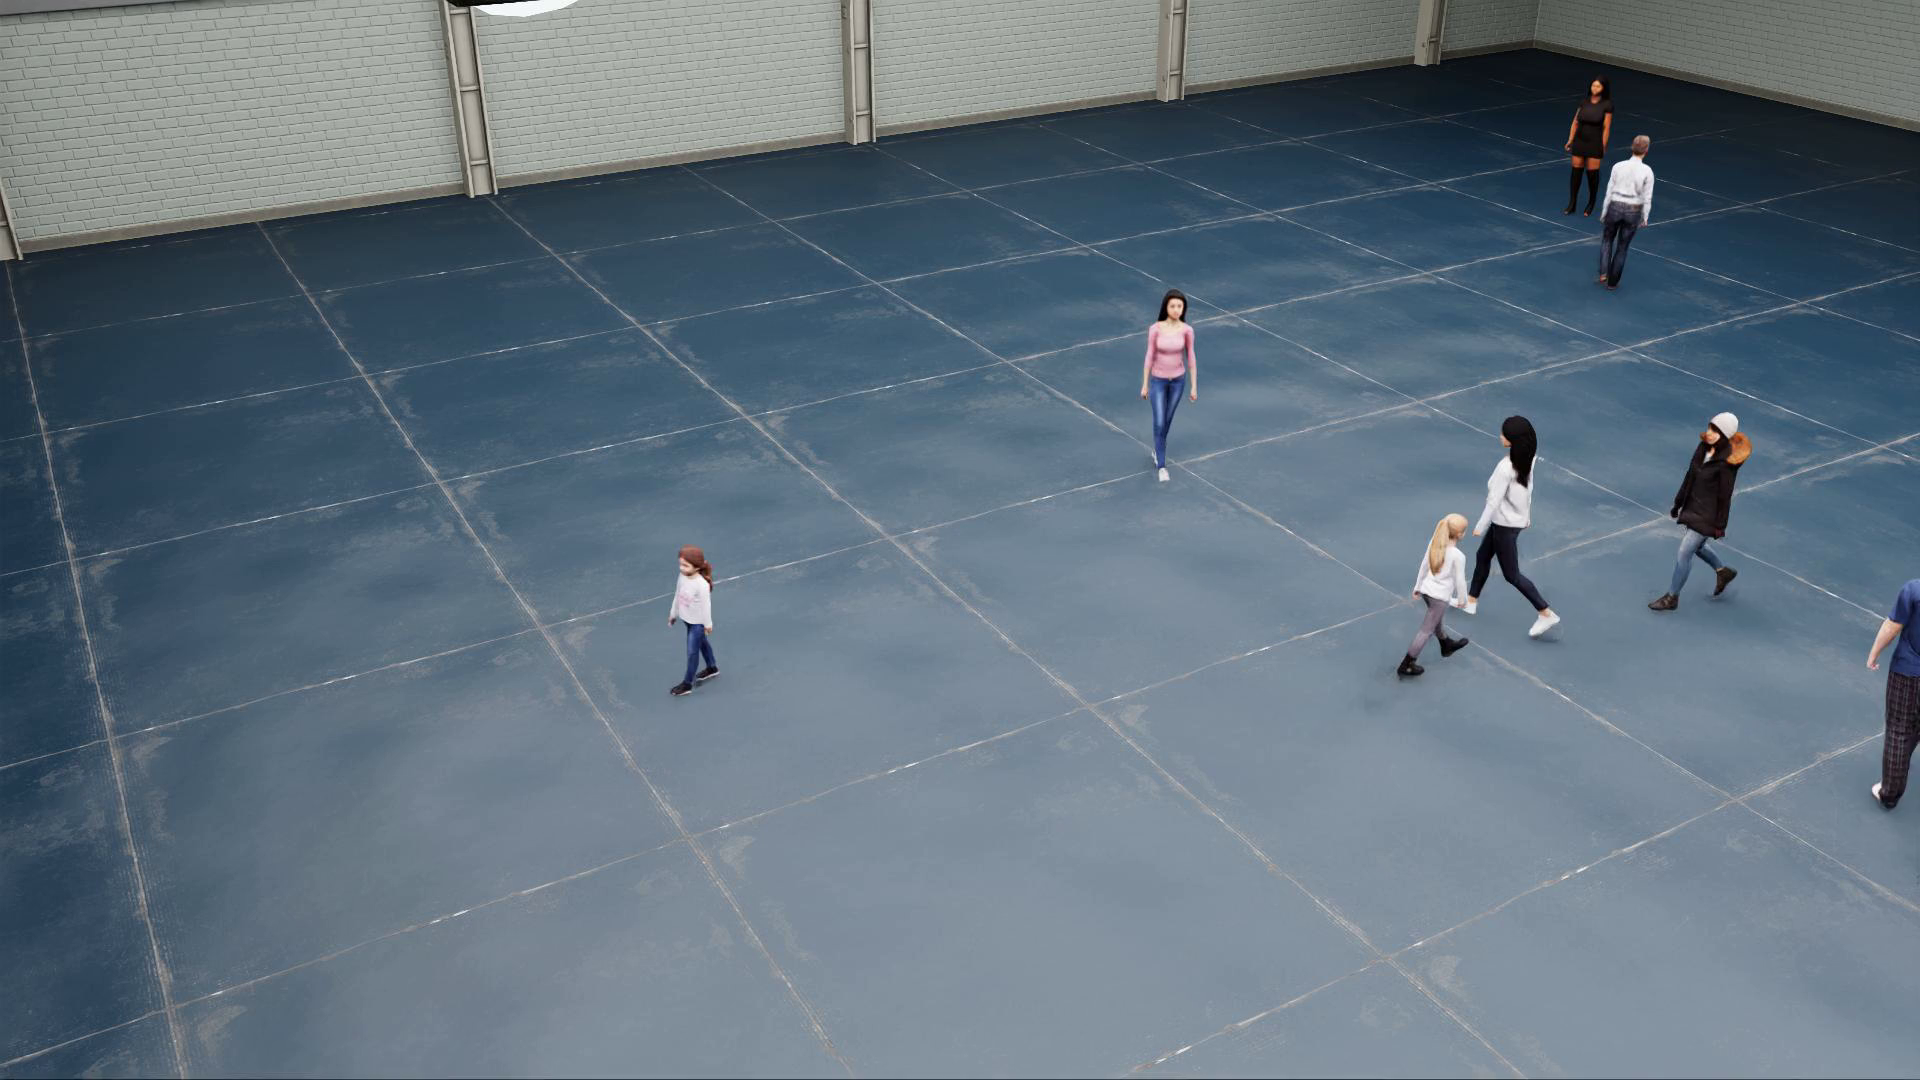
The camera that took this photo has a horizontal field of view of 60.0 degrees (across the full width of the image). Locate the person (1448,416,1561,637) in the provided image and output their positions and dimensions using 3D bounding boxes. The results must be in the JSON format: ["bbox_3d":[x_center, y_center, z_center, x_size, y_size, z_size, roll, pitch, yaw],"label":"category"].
[{"bbox_3d":[4.135,-0.082,12.301,0.985,1.664,1.131,17,32,29],"label":"person"}]

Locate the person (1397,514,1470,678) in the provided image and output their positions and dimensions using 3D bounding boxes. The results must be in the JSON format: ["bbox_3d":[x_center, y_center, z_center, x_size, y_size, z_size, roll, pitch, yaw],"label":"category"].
[{"bbox_3d":[3.325,0.418,11.784,0.892,1.248,0.548,-12,30,-23],"label":"person"}]

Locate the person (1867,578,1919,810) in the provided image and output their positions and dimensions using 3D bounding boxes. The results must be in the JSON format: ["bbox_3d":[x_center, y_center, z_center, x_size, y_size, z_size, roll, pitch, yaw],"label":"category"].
[{"bbox_3d":[5.973,0.851,10.286,1.022,1.849,1.060,5,28,10],"label":"person"}]

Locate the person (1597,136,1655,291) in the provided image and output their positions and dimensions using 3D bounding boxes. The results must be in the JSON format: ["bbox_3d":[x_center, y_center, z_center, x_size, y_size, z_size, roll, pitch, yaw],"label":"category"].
[{"bbox_3d":[7.700,-3.783,19.327,0.789,1.812,0.799,15,31,27],"label":"person"}]

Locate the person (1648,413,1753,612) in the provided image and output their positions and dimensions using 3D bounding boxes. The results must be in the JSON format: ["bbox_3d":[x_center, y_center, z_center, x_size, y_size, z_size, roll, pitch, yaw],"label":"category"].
[{"bbox_3d":[5.698,-0.213,12.611,1.084,1.612,0.858,-4,28,-8],"label":"person"}]

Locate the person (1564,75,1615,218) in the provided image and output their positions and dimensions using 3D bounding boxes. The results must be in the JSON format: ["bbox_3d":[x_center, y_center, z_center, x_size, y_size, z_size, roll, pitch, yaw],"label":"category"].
[{"bbox_3d":[8.396,-5.270,22.170,0.667,1.853,0.710,-23,35,-37],"label":"person"}]

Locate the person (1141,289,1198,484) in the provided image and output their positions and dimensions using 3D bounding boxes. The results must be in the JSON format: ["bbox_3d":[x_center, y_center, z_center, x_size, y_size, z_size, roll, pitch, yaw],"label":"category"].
[{"bbox_3d":[1.843,-1.421,14.853,1.101,1.709,0.994,-1,27,-2],"label":"person"}]

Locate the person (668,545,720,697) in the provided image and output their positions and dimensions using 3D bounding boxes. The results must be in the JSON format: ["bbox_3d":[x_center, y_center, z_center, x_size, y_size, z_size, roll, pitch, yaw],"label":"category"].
[{"bbox_3d":[-1.827,0.521,11.752,0.707,1.094,0.508,-20,34,-34],"label":"person"}]
